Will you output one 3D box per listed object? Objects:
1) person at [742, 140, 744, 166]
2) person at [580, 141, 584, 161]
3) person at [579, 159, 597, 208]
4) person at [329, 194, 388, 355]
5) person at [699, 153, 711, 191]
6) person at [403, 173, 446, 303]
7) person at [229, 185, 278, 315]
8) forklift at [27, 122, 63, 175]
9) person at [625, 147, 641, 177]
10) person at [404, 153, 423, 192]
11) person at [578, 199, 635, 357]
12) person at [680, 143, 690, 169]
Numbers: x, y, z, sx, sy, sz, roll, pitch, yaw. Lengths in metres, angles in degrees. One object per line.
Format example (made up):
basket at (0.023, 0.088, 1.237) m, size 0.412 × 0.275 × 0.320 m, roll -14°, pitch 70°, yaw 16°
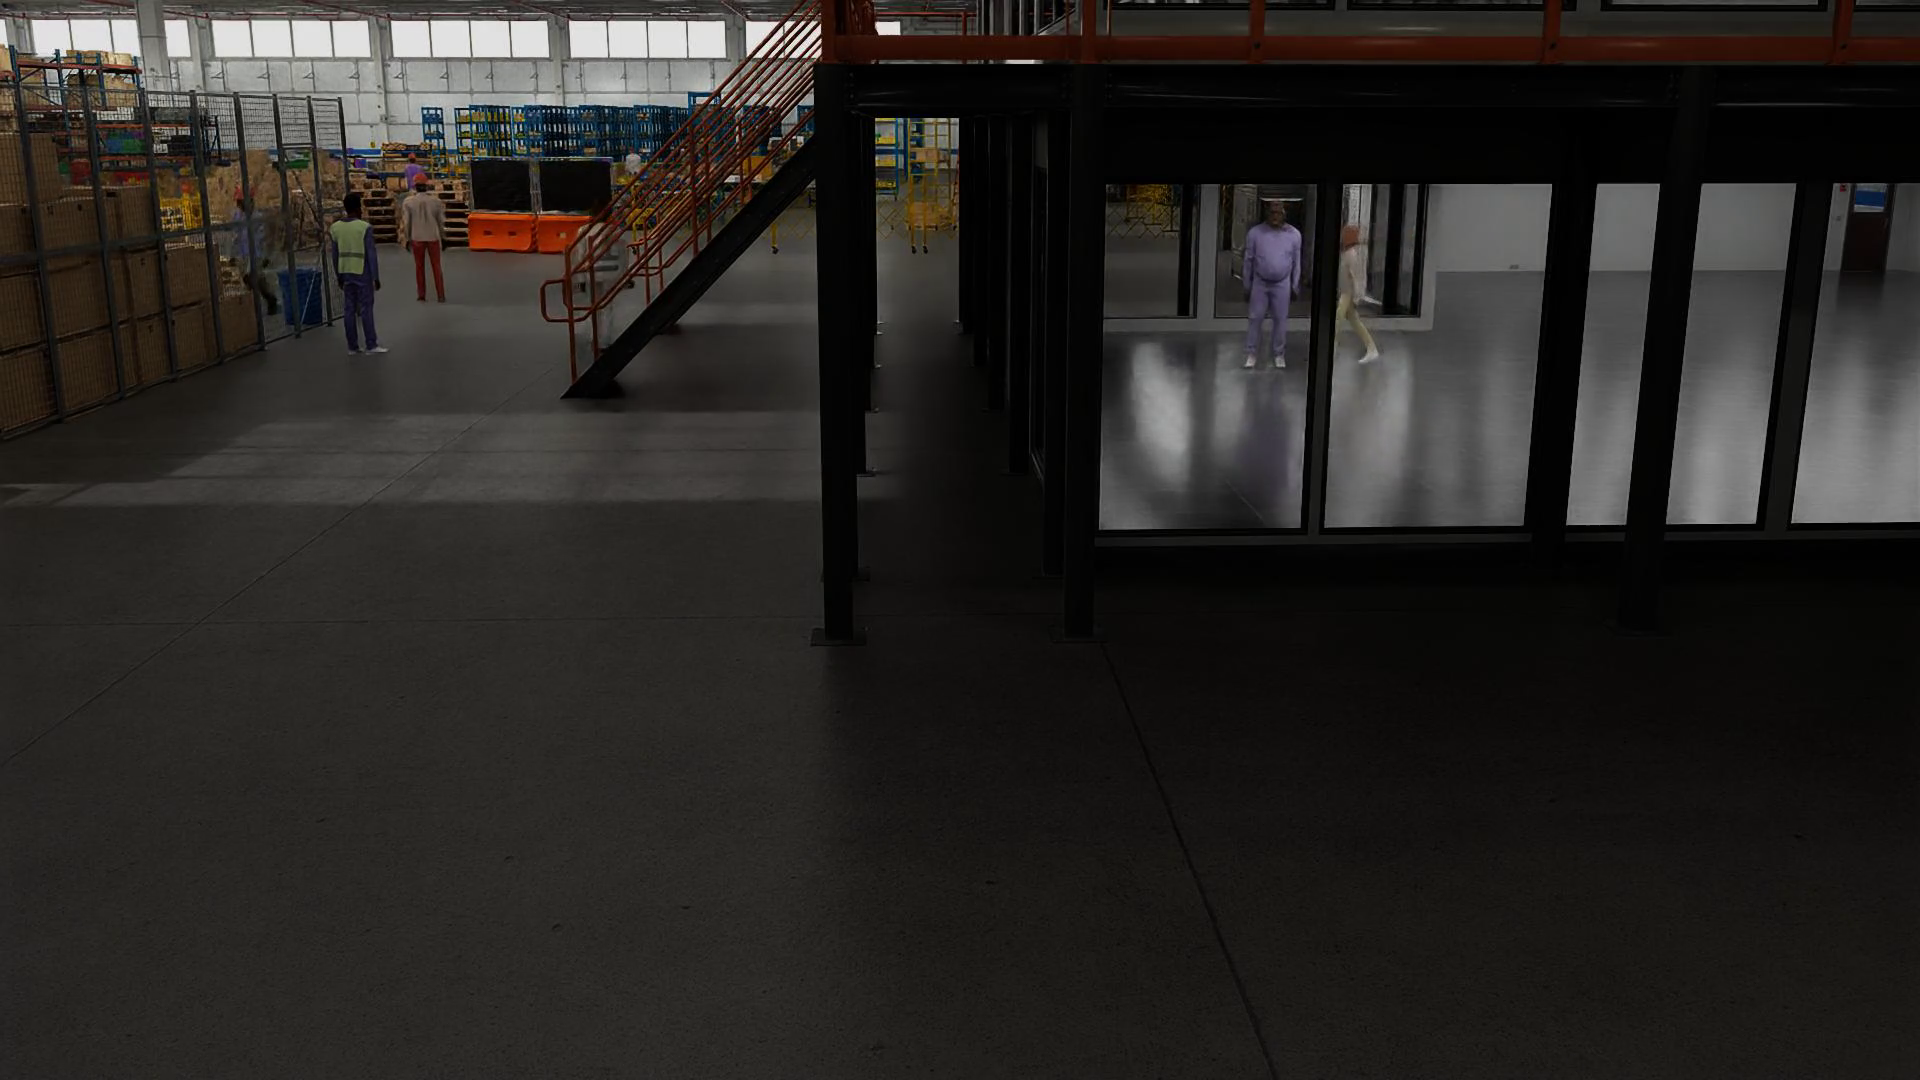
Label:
person at (-11.436, -20.292, 88.228) m, size 0.373 × 1.997 × 0.618 m, roll -4°, pitch 15°, yaw -15°
person at (-20.726, -21.041, 91.589) m, size 0.615 × 1.812 × 0.634 m, roll -7°, pitch 16°, yaw -27°
person at (-10.254, -9.558, 45.739) m, size 0.855 × 1.796 × 0.586 m, roll 7°, pitch 16°, yaw 26°
person at (-7.262, -3.184, 20.008) m, size 0.587 × 1.920 × 0.392 m, roll 4°, pitch 15°, yaw 16°
person at (-8.816, -12.832, 58.495) m, size 1.084 × 1.972 × 0.645 m, roll -2°, pitch 14°, yaw -9°
person at (-8.346, -4.710, 25.954) m, size 0.623 × 1.992 × 0.396 m, roll -6°, pitch 15°, yaw -21°
person at (-10.054, -4.087, 23.651) m, size 0.552 × 1.909 × 0.848 m, roll 5°, pitch 15°, yaw 19°
forklift at (-35.376, -14.773, 64.377) m, size 1.129 × 2.768 × 1.873 m, roll -1°, pitch 14°, yaw -2°
person at (-12.242, -13.746, 62.281) m, size 0.635 × 1.900 × 0.399 m, roll -12°, pitch 18°, yaw -40°
person at (-16.200, -10.524, 49.383) m, size 0.537 × 1.915 × 0.889 m, roll -3°, pitch 14°, yaw -12°
person at (-4.232, -3.167, 20.060) m, size 0.592 × 1.859 × 0.805 m, roll 3°, pitch 14°, yaw 13°
person at (-13.867, -19.220, 84.276) m, size 0.603 × 1.830 × 0.404 m, roll -5°, pitch 15°, yaw -20°
